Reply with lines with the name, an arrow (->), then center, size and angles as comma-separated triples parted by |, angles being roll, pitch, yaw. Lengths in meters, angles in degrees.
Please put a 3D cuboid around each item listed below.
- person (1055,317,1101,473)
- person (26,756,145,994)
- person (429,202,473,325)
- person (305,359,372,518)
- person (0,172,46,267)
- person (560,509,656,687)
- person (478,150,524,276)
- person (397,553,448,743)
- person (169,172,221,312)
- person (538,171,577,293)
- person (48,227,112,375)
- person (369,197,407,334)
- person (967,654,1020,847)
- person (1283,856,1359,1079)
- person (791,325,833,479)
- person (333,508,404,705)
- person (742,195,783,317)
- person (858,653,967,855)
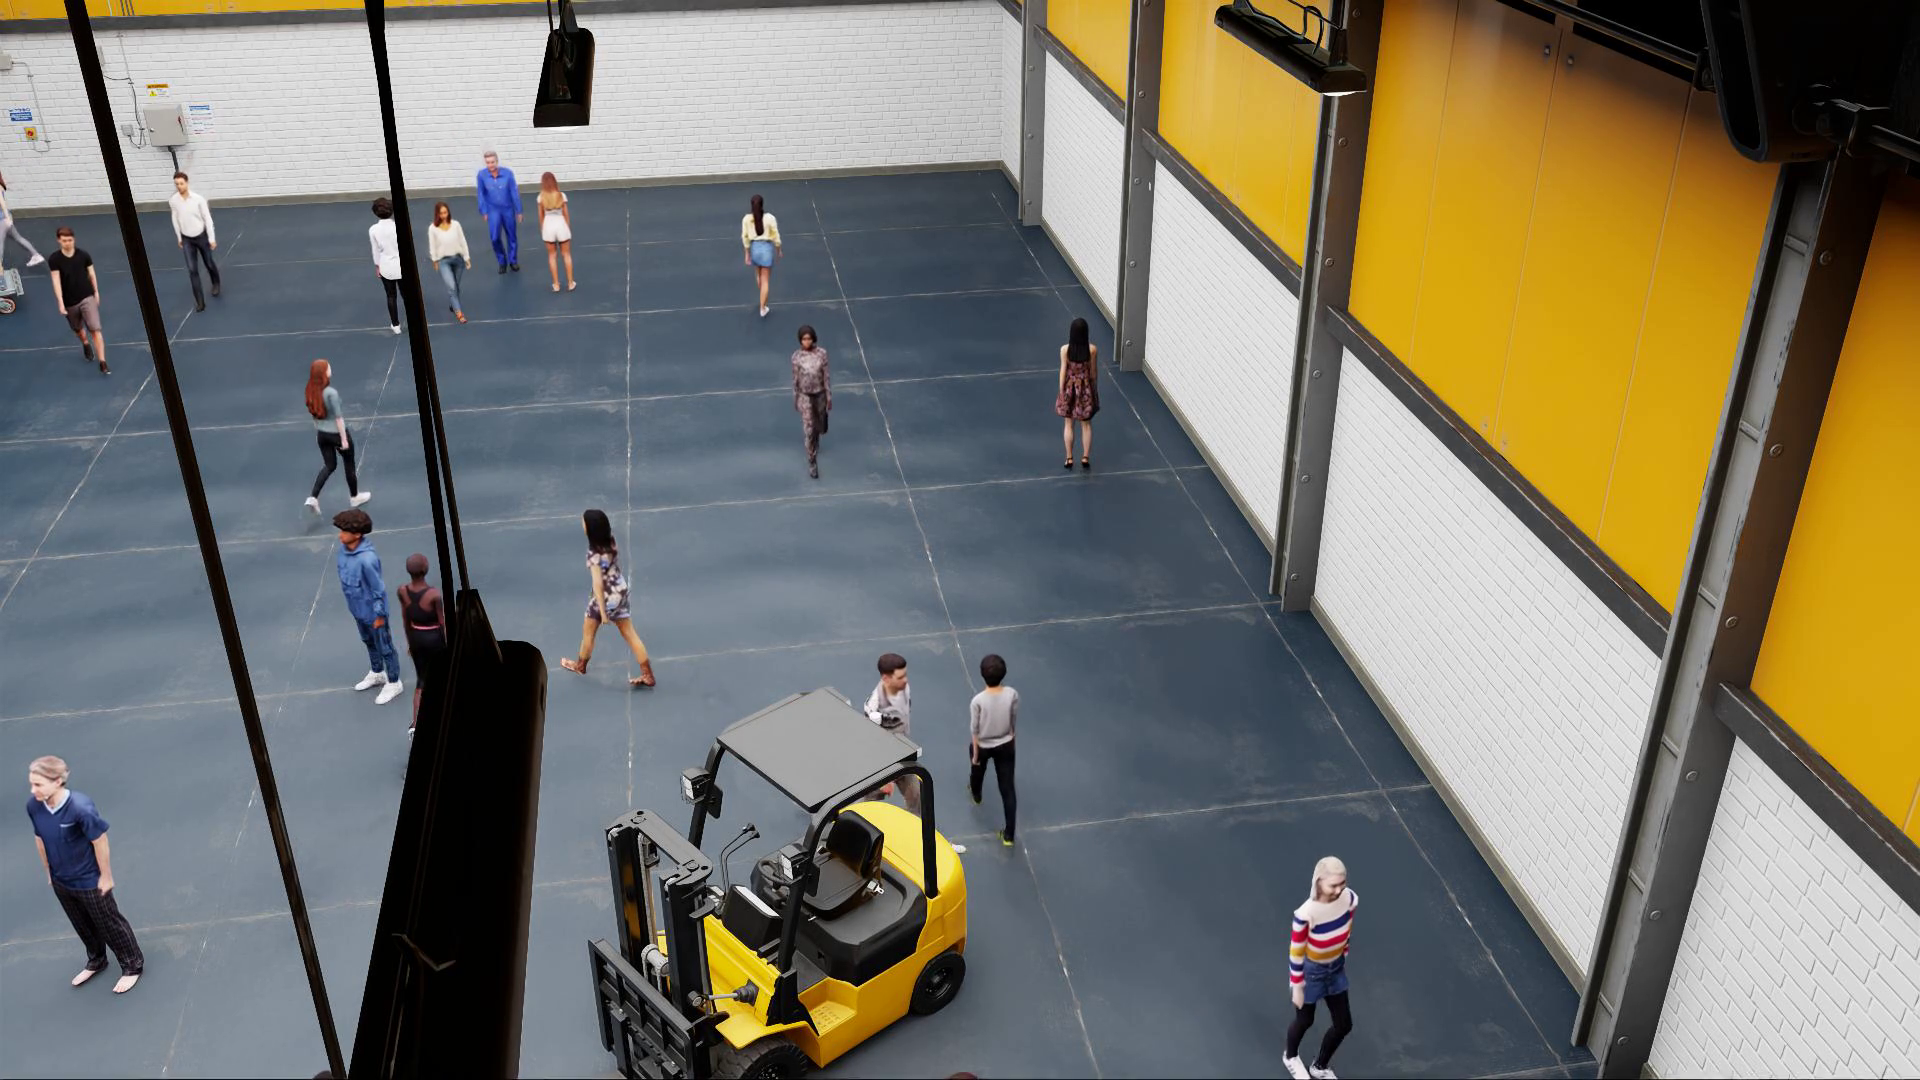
person -> 1.291, -1.599, 18.256 | 0.685, 1.773, 0.691 | -2, 29, -3
person -> -5.893, 2.228, 11.137 | 0.732, 1.871, 0.687 | 7, 29, 12
person -> -6.858, -3.743, 22.328 | 0.893, 1.637, 1.167 | -17, 33, -28
person -> -6.569, -1.026, 17.258 | 0.977, 1.723, 1.110 | 14, 32, 24
person -> -13.758, -4.639, 24.041 | 0.979, 1.569, 1.084 | -21, 35, -33
person -> -2.957, 0.549, 14.413 | 1.048, 1.682, 1.147 | 10, 30, 17
person -> -6.642, -4.774, 24.041 | 0.800, 1.807, 0.735 | -11, 30, -19
person -> -4.406, 0.924, 13.665 | 0.816, 1.740, 1.027 | 6, 29, 11
person -> -10.482, -4.147, 22.873 | 0.698, 1.825, 1.189 | -5, 29, -10
person -> -5.685, -4.334, 23.351 | 0.555, 1.695, 0.541 | -4, 29, -8
person -> -11.053, -3.037, 20.833 | 0.918, 1.829, 1.305 | -14, 32, -25
person -> -7.469, -3.620, 21.925 | 0.649, 1.807, 0.599 | -9, 30, -17
person -> 0.280, 1.617, 12.633 | 0.640, 1.511, 1.109 | -8, 30, -14
person -> 2.194, 2.660, 10.425 | 0.759, 1.795, 0.789 | -14, 32, -24
person -> -1.621, -1.565, 18.274 | 0.583, 1.696, 0.963 | -5, 29, -10
person -> -5.089, 0.538, 14.298 | 0.720, 1.811, 0.818 | 25, 37, 38
person -> -2.690, -3.818, 22.534 | 0.874, 1.573, 1.198 | 3, 29, 6
person -> -0.609, 1.594, 12.355 | 1.192, 1.818, 1.168 | 15, 32, 26
